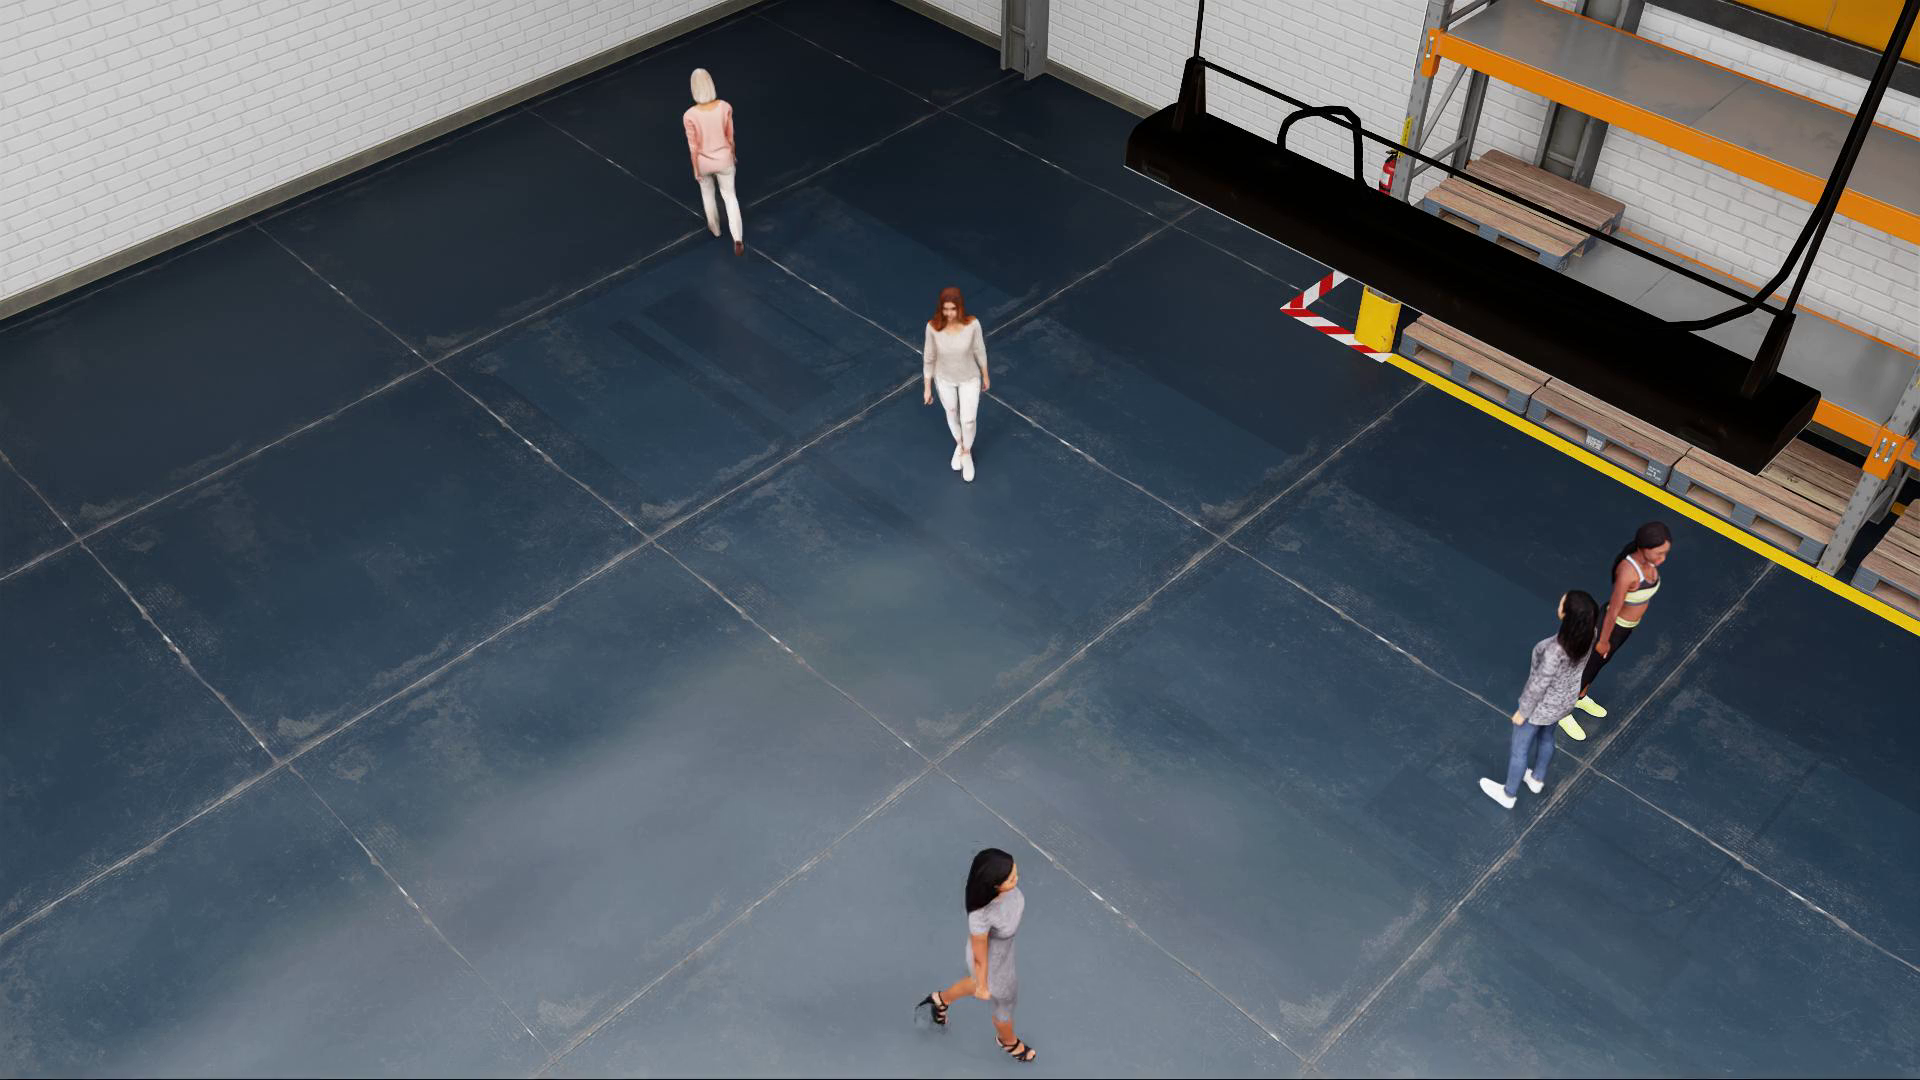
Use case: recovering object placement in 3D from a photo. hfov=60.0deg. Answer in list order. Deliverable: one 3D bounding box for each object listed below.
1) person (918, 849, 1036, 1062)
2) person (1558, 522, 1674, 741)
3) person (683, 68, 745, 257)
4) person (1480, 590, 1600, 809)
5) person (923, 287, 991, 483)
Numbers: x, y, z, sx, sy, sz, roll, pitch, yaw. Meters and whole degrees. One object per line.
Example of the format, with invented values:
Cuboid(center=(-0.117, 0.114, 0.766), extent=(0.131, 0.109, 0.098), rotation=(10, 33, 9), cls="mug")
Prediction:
Cuboid(center=(0.091, 2.177, 8.762), extent=(1.013, 1.765, 0.872), rotation=(10, 44, 10), cls="person")
Cuboid(center=(4.117, 0.533, 10.496), extent=(0.487, 1.754, 0.558), rotation=(34, 53, 31), cls="person")
Cuboid(center=(-2.122, -3.278, 14.532), extent=(0.864, 1.705, 1.099), rotation=(-16, 46, -17), cls="person")
Cuboid(center=(3.561, 0.968, 10.056), extent=(0.652, 1.731, 0.582), rotation=(-26, 49, -24), cls="person")
Cuboid(center=(-0.019, -1.262, 12.425), extent=(0.761, 1.692, 0.832), rotation=(3, 44, 3), cls="person")
